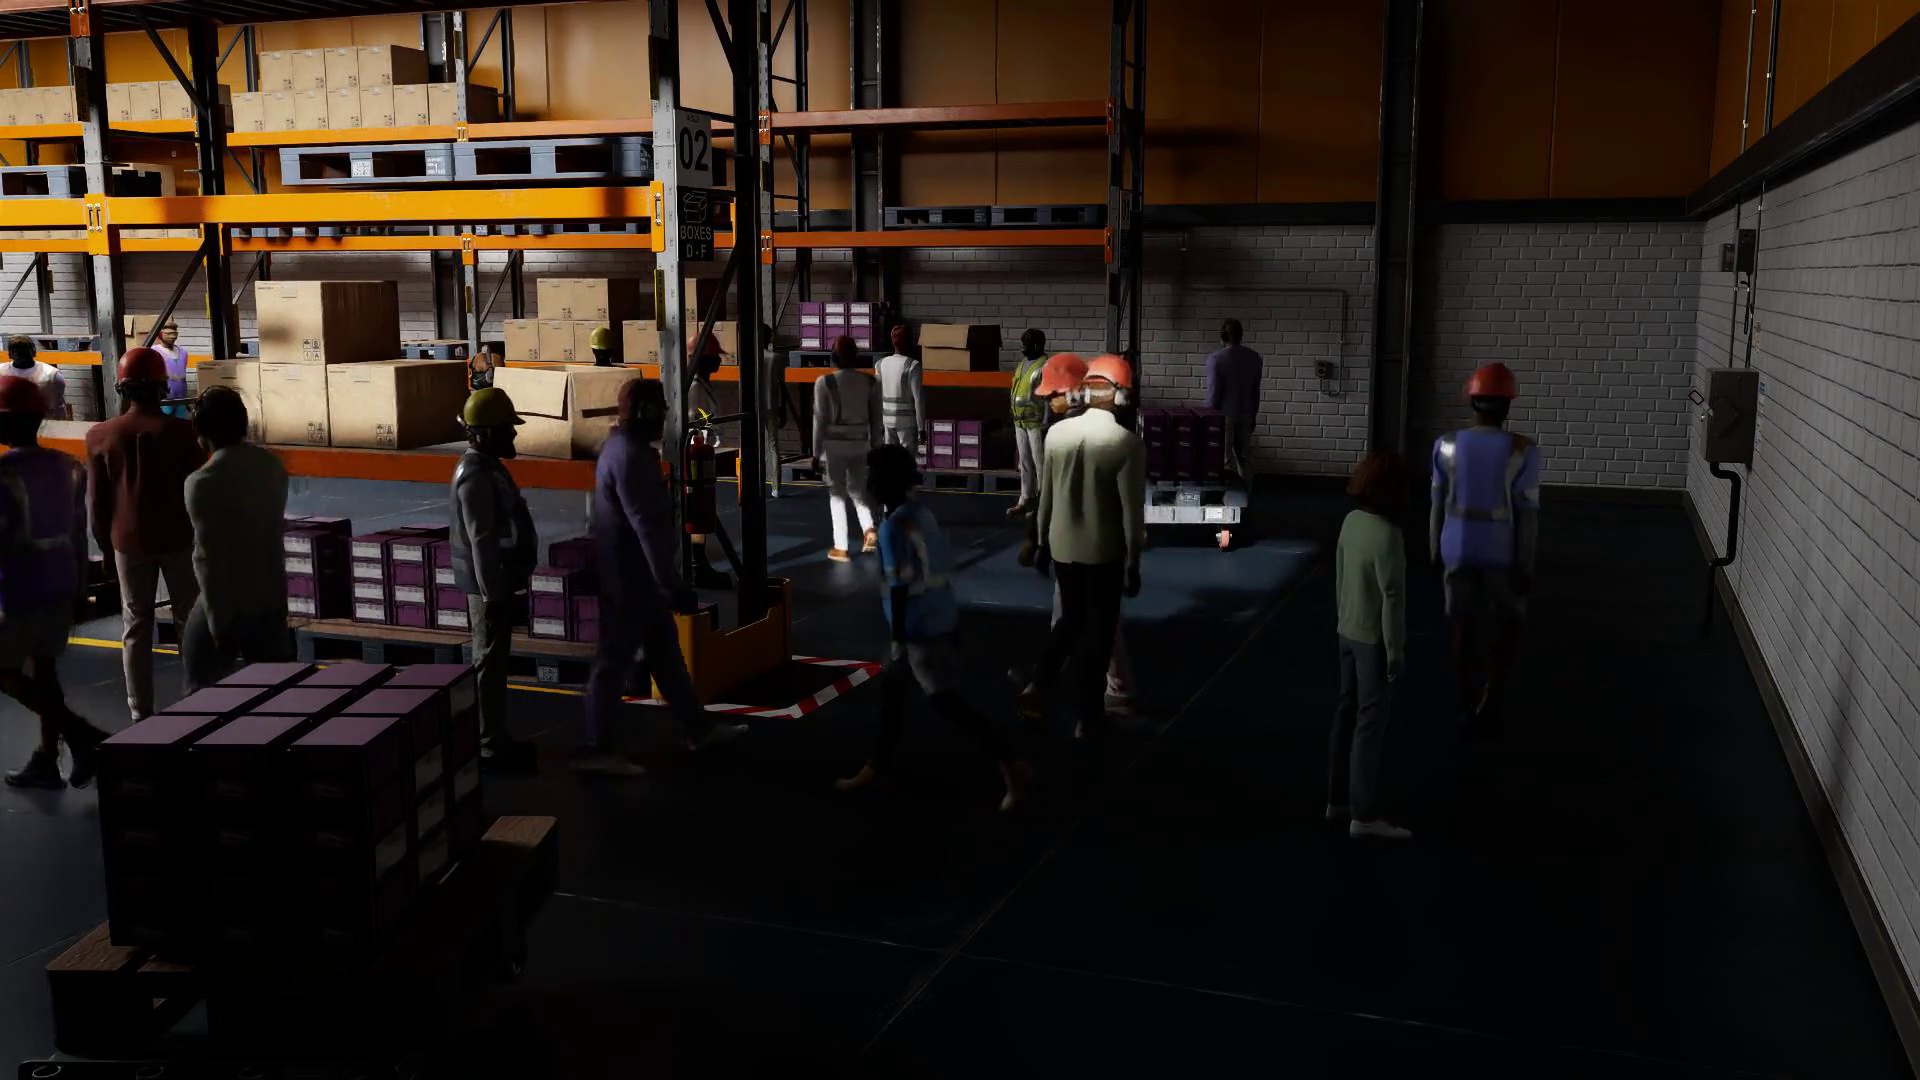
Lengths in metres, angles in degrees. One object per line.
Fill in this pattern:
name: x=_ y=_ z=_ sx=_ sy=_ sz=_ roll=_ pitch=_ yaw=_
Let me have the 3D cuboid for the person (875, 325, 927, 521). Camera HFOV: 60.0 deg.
person: x=-0.551 y=-1.093 z=15.813 sx=0.585 sy=1.882 sz=0.344 roll=7 pitch=12 yaw=38

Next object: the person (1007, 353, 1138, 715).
person: x=0.566 y=-0.030 z=8.950 sx=0.921 sy=1.942 sz=0.640 roll=4 pitch=10 yaw=24

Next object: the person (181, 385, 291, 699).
person: x=-3.046 y=0.280 z=7.188 sx=0.917 sy=1.902 sz=0.620 roll=2 pitch=9 yaw=13

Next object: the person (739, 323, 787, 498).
person: x=-2.084 y=-1.364 z=17.618 sx=0.501 sy=1.860 sz=0.328 roll=-3 pitch=10 yaw=-18

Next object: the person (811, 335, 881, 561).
person: x=-0.937 y=-0.743 z=13.663 sx=0.580 sy=1.874 sz=0.448 roll=-6 pitch=11 yaw=-32

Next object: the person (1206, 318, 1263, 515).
person: x=2.647 y=-1.189 z=16.247 sx=0.629 sy=1.940 sz=0.373 roll=-5 pitch=10 yaw=-26

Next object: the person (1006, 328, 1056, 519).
person: x=0.705 y=-1.129 z=16.173 sx=0.429 sy=1.844 sz=0.626 roll=-5 pitch=10 yaw=-30

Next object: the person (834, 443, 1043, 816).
person: x=-0.091 y=0.387 z=7.327 sx=0.942 sy=1.634 sz=0.542 roll=2 pitch=9 yaw=13

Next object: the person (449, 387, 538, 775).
person: x=-2.208 y=0.190 z=7.914 sx=0.404 sy=1.830 sz=0.601 roll=-2 pitch=9 yaw=-14

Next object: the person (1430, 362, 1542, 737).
person: x=2.649 y=0.061 z=8.440 sx=0.557 sy=1.921 sz=0.386 roll=5 pitch=10 yaw=28

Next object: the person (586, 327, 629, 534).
person: x=-3.046 y=-0.869 z=14.318 sx=0.581 sy=1.919 sz=0.393 roll=-4 pitch=10 yaw=-22

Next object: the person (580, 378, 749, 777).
person: x=-1.402 y=0.186 z=7.851 sx=0.912 sy=1.865 sz=0.721 roll=-2 pitch=9 yaw=-12

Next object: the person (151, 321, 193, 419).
person: x=-9.038 y=-1.580 z=18.995 sx=0.375 sy=1.841 sz=0.567 roll=3 pitch=10 yaw=20

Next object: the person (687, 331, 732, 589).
person: x=-1.919 y=-0.606 z=12.575 sx=0.349 sy=1.942 sz=0.545 roll=-1 pitch=9 yaw=-8

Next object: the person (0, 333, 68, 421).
person: x=-8.271 y=-0.906 z=14.771 sx=0.620 sy=1.845 sz=0.430 roll=-3 pitch=10 yaw=-19

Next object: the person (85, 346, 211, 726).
person: x=-4.097 y=0.014 z=8.505 sx=0.612 sy=1.997 sz=0.376 roll=-2 pitch=9 yaw=-12

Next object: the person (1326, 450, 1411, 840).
person: x=1.737 y=0.434 z=7.010 sx=0.268 sy=1.631 sz=0.507 roll=-2 pitch=9 yaw=-10

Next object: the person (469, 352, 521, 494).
person: x=-3.210 y=-0.385 z=11.537 sx=0.429 sy=1.836 sz=0.625 roll=-2 pitch=9 yaw=-12

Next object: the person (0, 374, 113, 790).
person: x=-4.119 y=0.217 z=7.477 sx=0.608 sy=1.918 sz=0.556 roll=3 pitch=10 yaw=18

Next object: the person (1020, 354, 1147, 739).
person: x=0.626 y=0.057 z=8.336 sx=0.667 sy=1.962 sz=0.630 roll=8 pitch=12 yaw=40
